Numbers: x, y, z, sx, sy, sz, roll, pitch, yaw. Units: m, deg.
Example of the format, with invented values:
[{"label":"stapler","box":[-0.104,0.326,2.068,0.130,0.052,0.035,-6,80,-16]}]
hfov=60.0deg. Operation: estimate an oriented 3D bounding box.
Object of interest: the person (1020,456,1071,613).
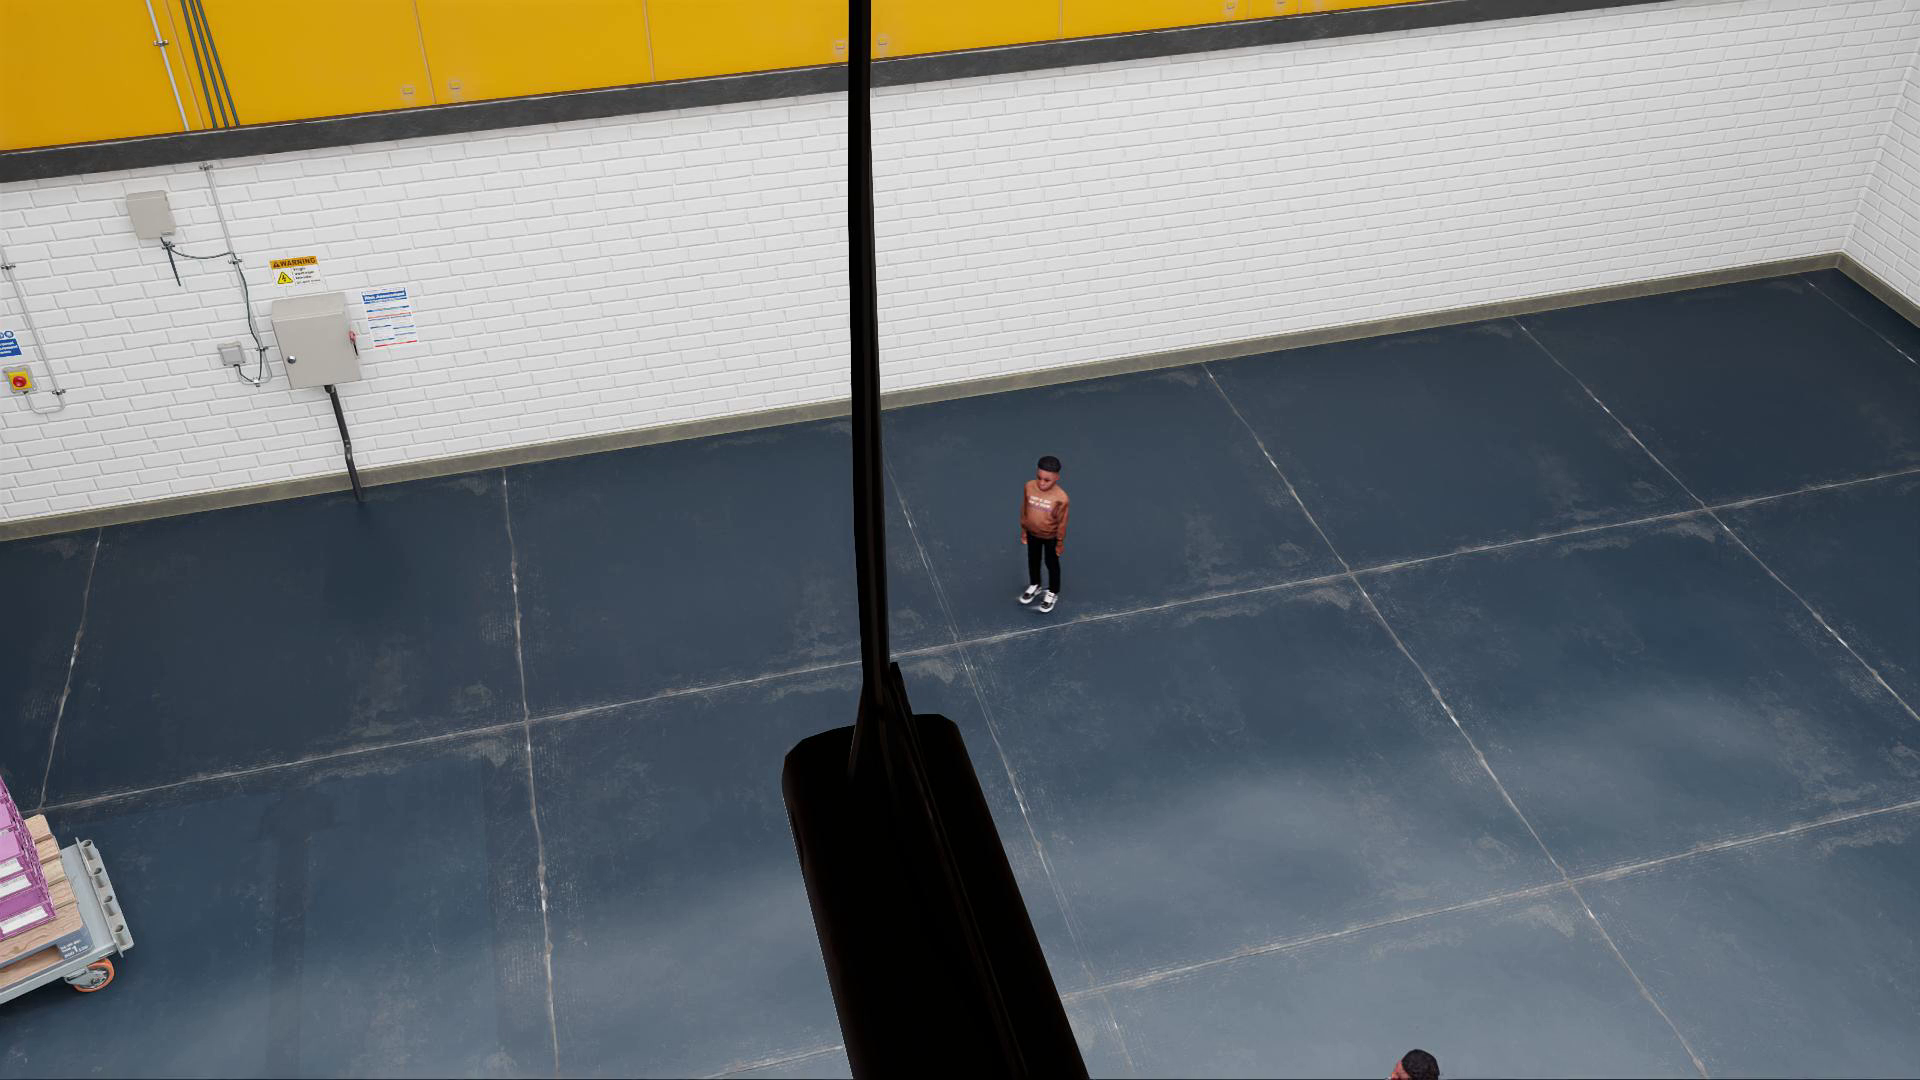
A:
[{"label":"person","box":[0.597,-0.073,11.623,0.581,1.255,0.650,22,44,25]}]
